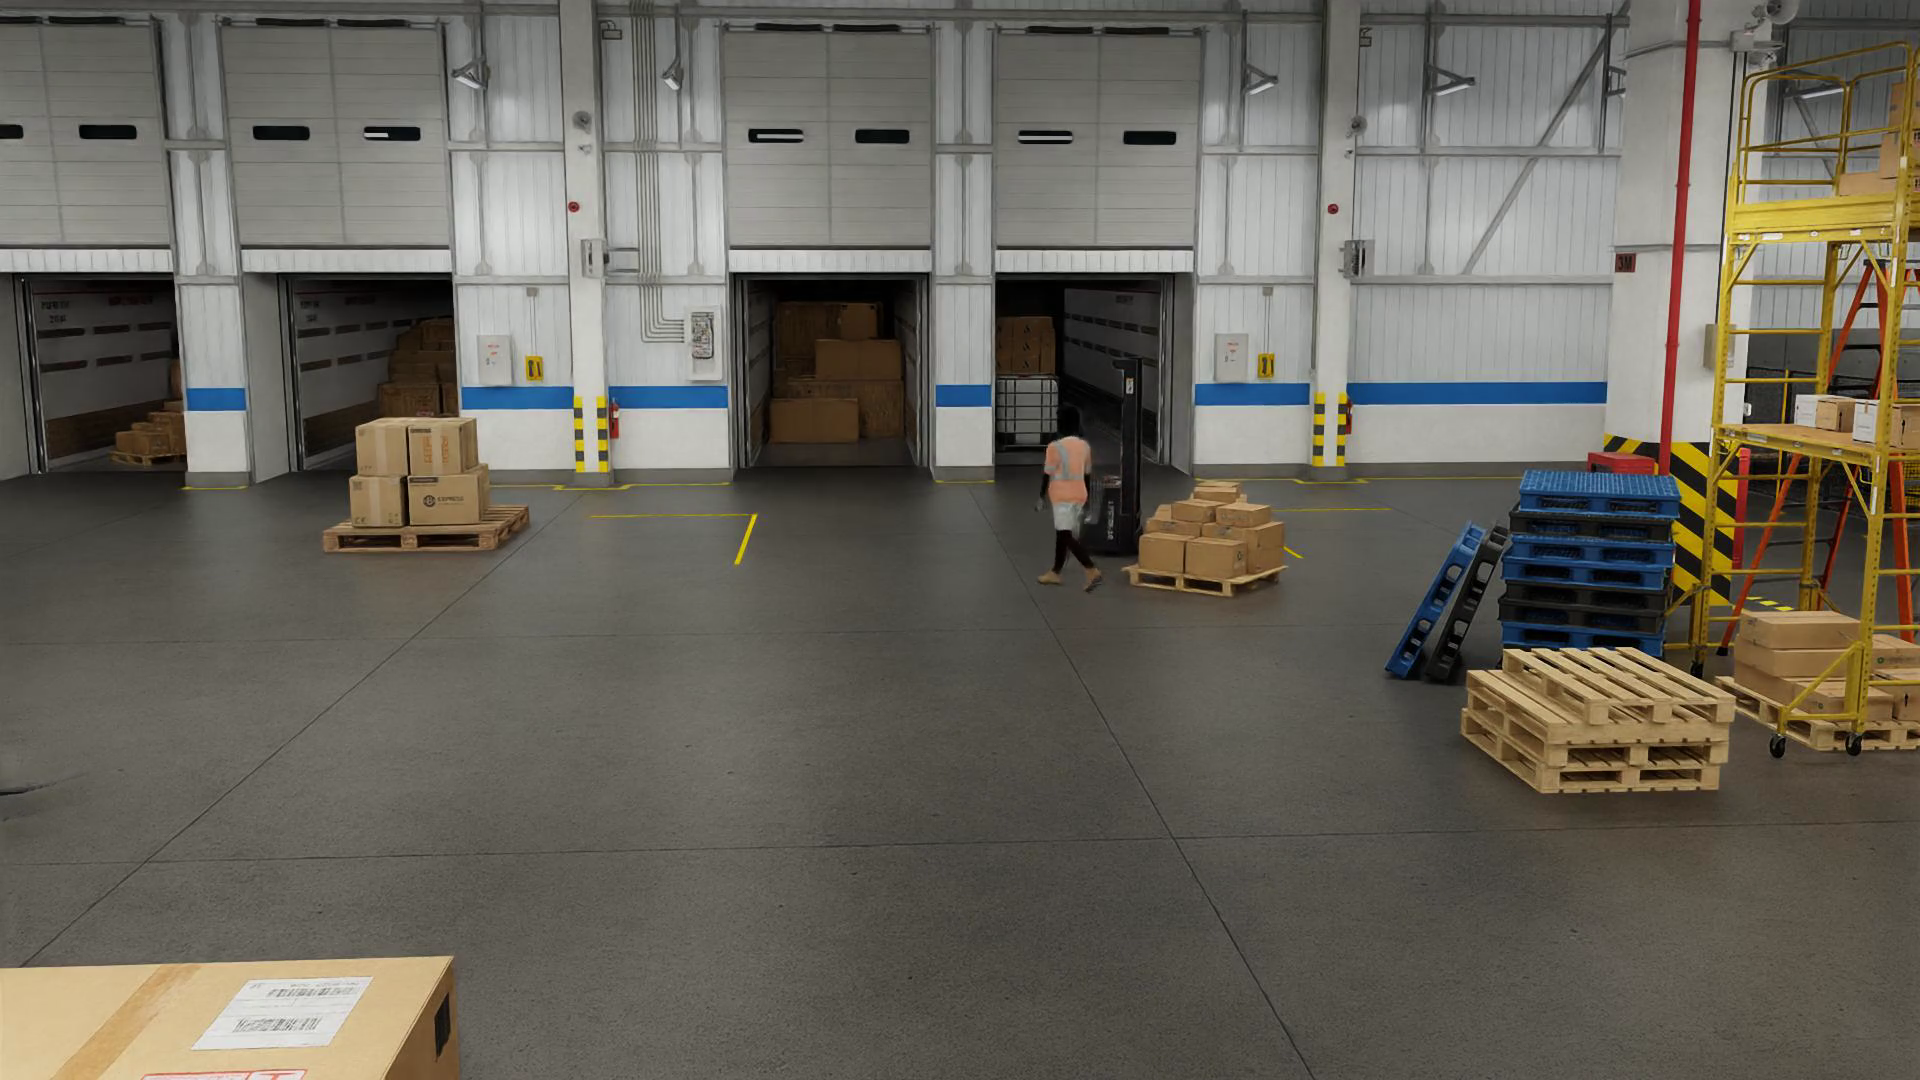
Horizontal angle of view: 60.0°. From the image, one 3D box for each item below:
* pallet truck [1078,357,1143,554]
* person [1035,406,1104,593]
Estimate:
[{"bbox_3d":[2.088,-0.836,16.757,1.885,1.965,0.823,2,9,13],"label":"pallet truck"},{"bbox_3d":[1.011,-0.368,14.866,0.804,1.667,0.540,8,12,42],"label":"person"}]
